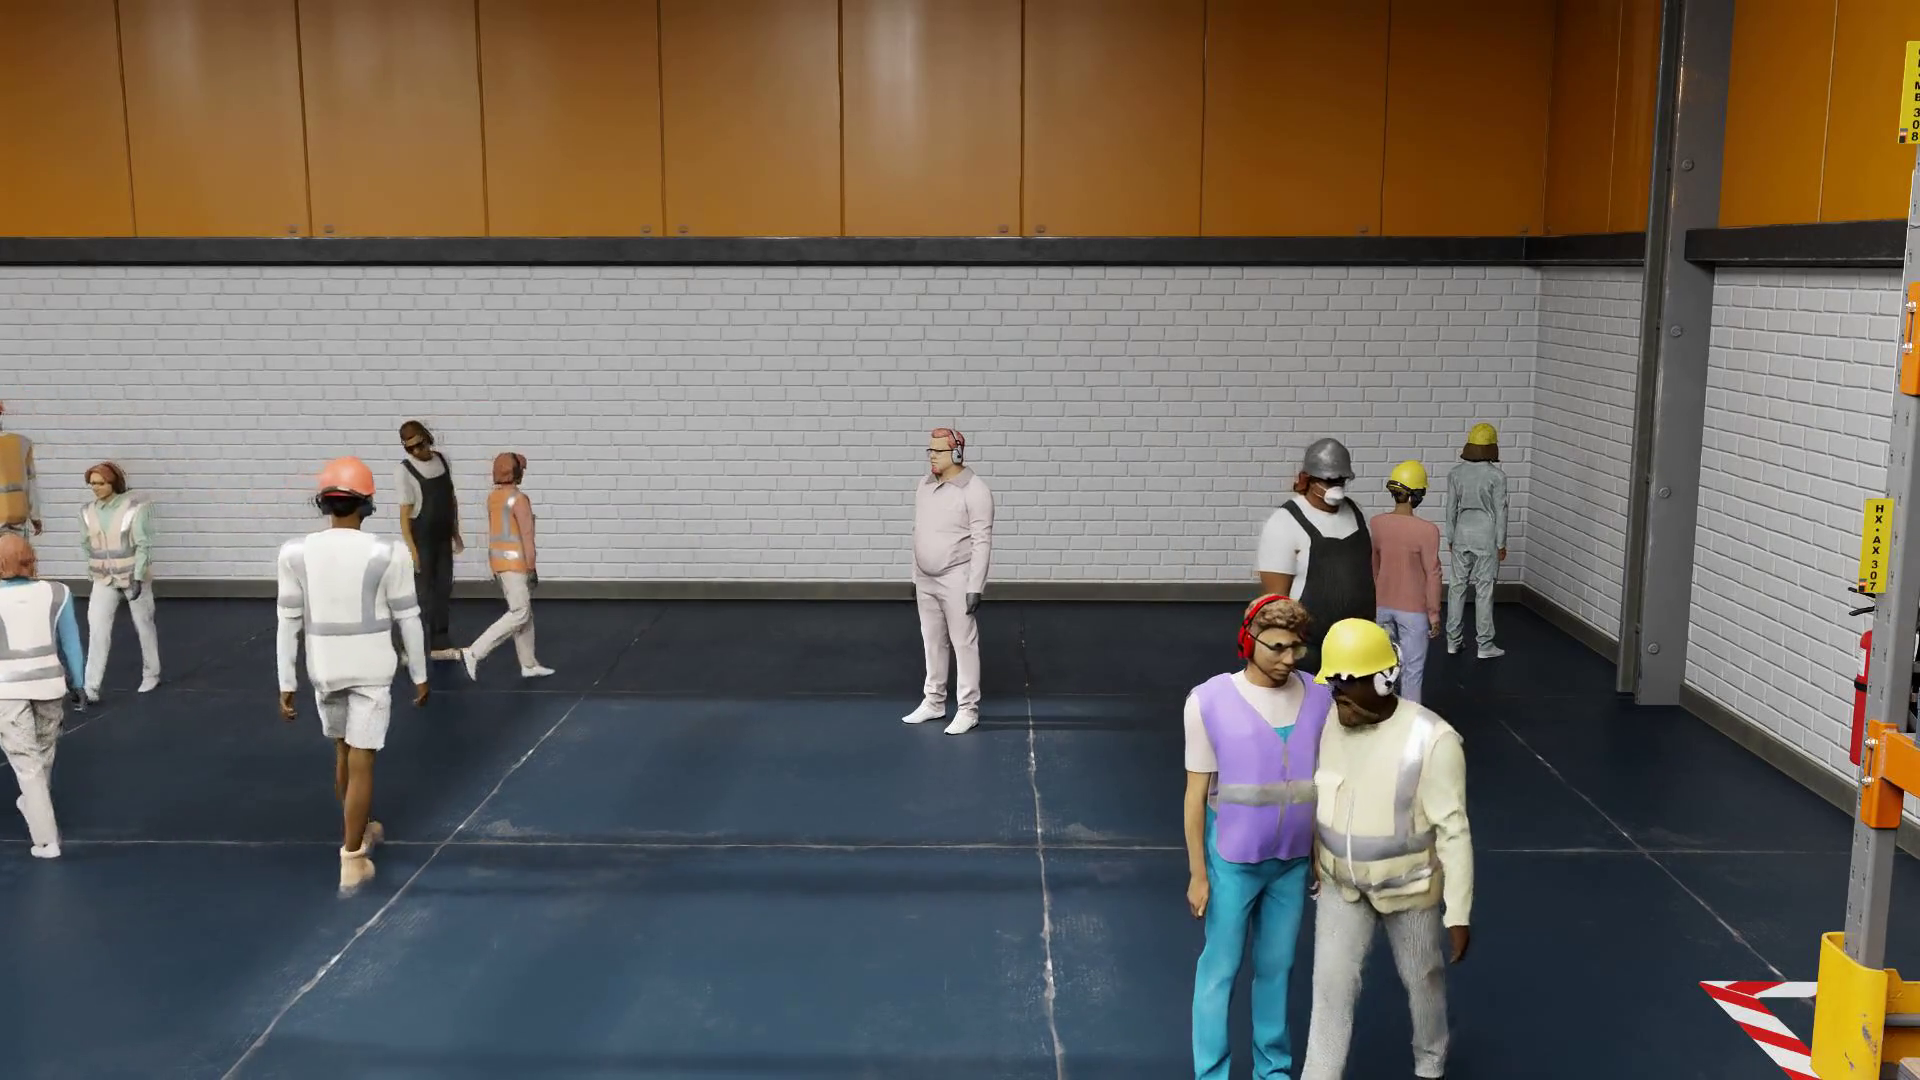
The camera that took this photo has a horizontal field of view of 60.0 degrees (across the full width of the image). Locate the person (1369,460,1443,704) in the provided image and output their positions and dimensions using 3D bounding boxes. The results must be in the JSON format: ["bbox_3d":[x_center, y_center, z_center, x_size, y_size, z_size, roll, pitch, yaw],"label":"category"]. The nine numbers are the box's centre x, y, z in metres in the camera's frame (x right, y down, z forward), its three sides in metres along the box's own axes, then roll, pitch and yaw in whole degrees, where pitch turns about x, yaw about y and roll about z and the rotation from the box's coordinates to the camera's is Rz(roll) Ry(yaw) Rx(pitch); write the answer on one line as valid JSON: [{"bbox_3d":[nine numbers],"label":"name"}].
[{"bbox_3d":[2.618,0.410,9.839,0.311,1.768,0.522,-8,13,-41],"label":"person"}]

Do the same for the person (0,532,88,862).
[{"bbox_3d":[-4.683,0.752,8.253,0.823,1.595,0.545,8,13,41],"label":"person"}]

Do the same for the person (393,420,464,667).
[{"bbox_3d":[-3.881,0.024,12.070,0.371,1.808,0.614,4,10,24],"label":"person"}]

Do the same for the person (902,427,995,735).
[{"bbox_3d":[-0.091,0.250,10.380,0.643,1.908,0.410,9,13,44],"label":"person"}]

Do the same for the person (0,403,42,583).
[{"bbox_3d":[-7.534,-0.192,12.956,0.541,1.923,0.580,5,11,26],"label":"person"}]

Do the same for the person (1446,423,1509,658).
[{"bbox_3d":[3.845,0.001,12.357,0.294,1.744,0.484,-9,13,-44],"label":"person"}]

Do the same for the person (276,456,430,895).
[{"bbox_3d":[-2.842,0.601,7.929,0.634,2.012,0.872,0,9,1],"label":"person"}]

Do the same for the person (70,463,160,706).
[{"bbox_3d":[-5.617,0.294,11.047,0.515,1.594,0.836,0,9,0],"label":"person"}]

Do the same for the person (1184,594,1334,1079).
[{"bbox_3d":[1.002,1.080,5.608,0.564,1.839,0.390,-4,10,-23],"label":"person"}]

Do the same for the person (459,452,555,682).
[{"bbox_3d":[-3.165,0.203,11.515,0.648,1.611,0.532,-7,12,-38],"label":"person"}]

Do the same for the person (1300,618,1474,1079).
[{"bbox_3d":[1.391,1.135,5.503,0.661,1.772,0.914,8,12,38],"label":"person"}]

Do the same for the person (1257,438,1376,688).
[{"bbox_3d":[1.912,0.459,8.723,0.700,2.000,0.535,-5,11,-28],"label":"person"}]
